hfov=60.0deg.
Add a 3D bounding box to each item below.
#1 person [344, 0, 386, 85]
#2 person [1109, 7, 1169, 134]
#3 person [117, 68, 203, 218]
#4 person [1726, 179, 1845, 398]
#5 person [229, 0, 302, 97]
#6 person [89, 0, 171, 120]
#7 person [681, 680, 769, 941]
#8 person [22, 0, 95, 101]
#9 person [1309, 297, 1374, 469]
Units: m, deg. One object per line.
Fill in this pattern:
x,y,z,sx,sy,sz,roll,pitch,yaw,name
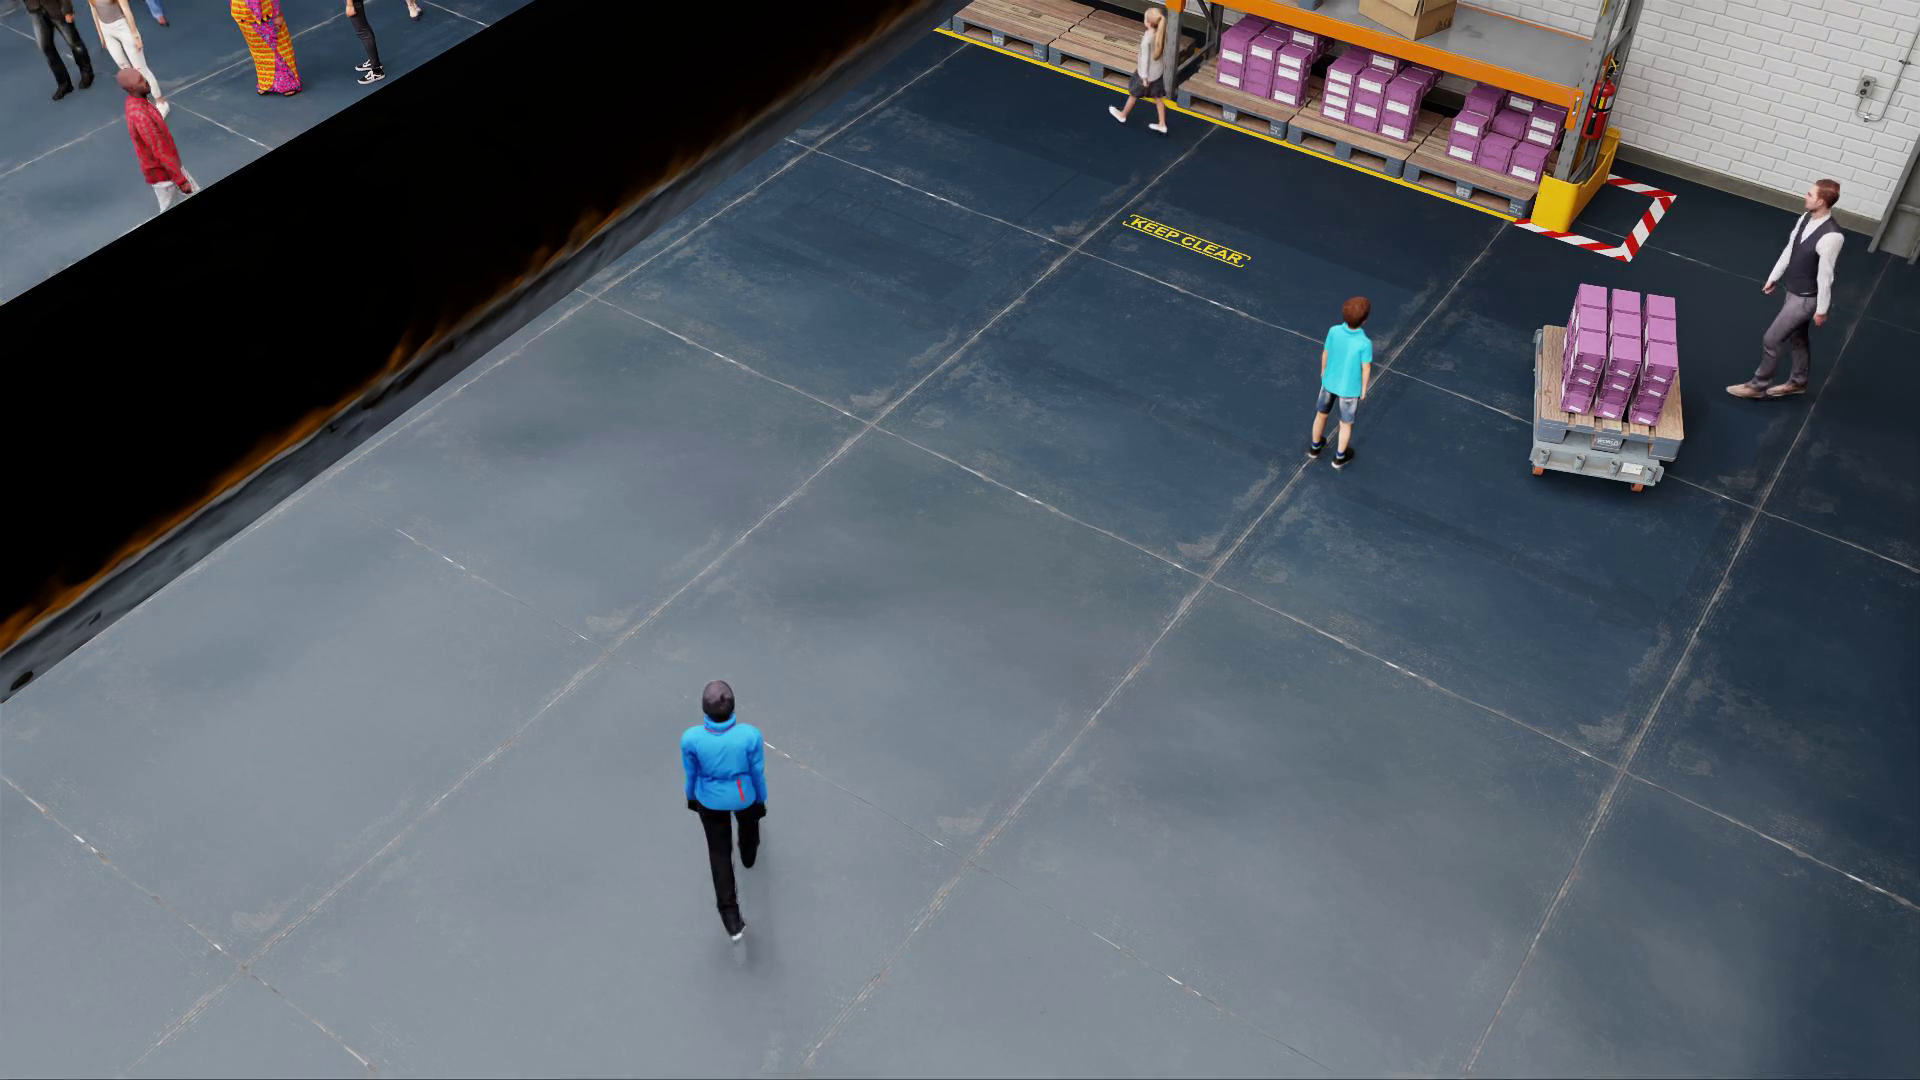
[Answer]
-6.052,-5.475,16.540,0.772,1.836,0.683,-12,45,-12,person
1.863,-4.473,15.917,0.870,1.245,0.587,33,53,30,person
-6.844,-3.117,14.094,1.165,1.796,1.209,-13,45,-14,person
6.538,-1.863,12.695,1.011,1.909,0.898,0,44,0,person
-6.901,-5.184,16.347,0.736,1.681,0.823,5,44,6,person
-8.062,-4.870,15.992,0.570,1.716,0.714,10,44,10,person
-1.292,1.505,9.264,1.113,1.767,1.154,-6,44,-7,person
-8.944,-5.313,16.408,0.940,1.785,0.988,1,44,1,person
2.830,-1.180,12.312,0.407,1.449,0.582,27,50,26,person
